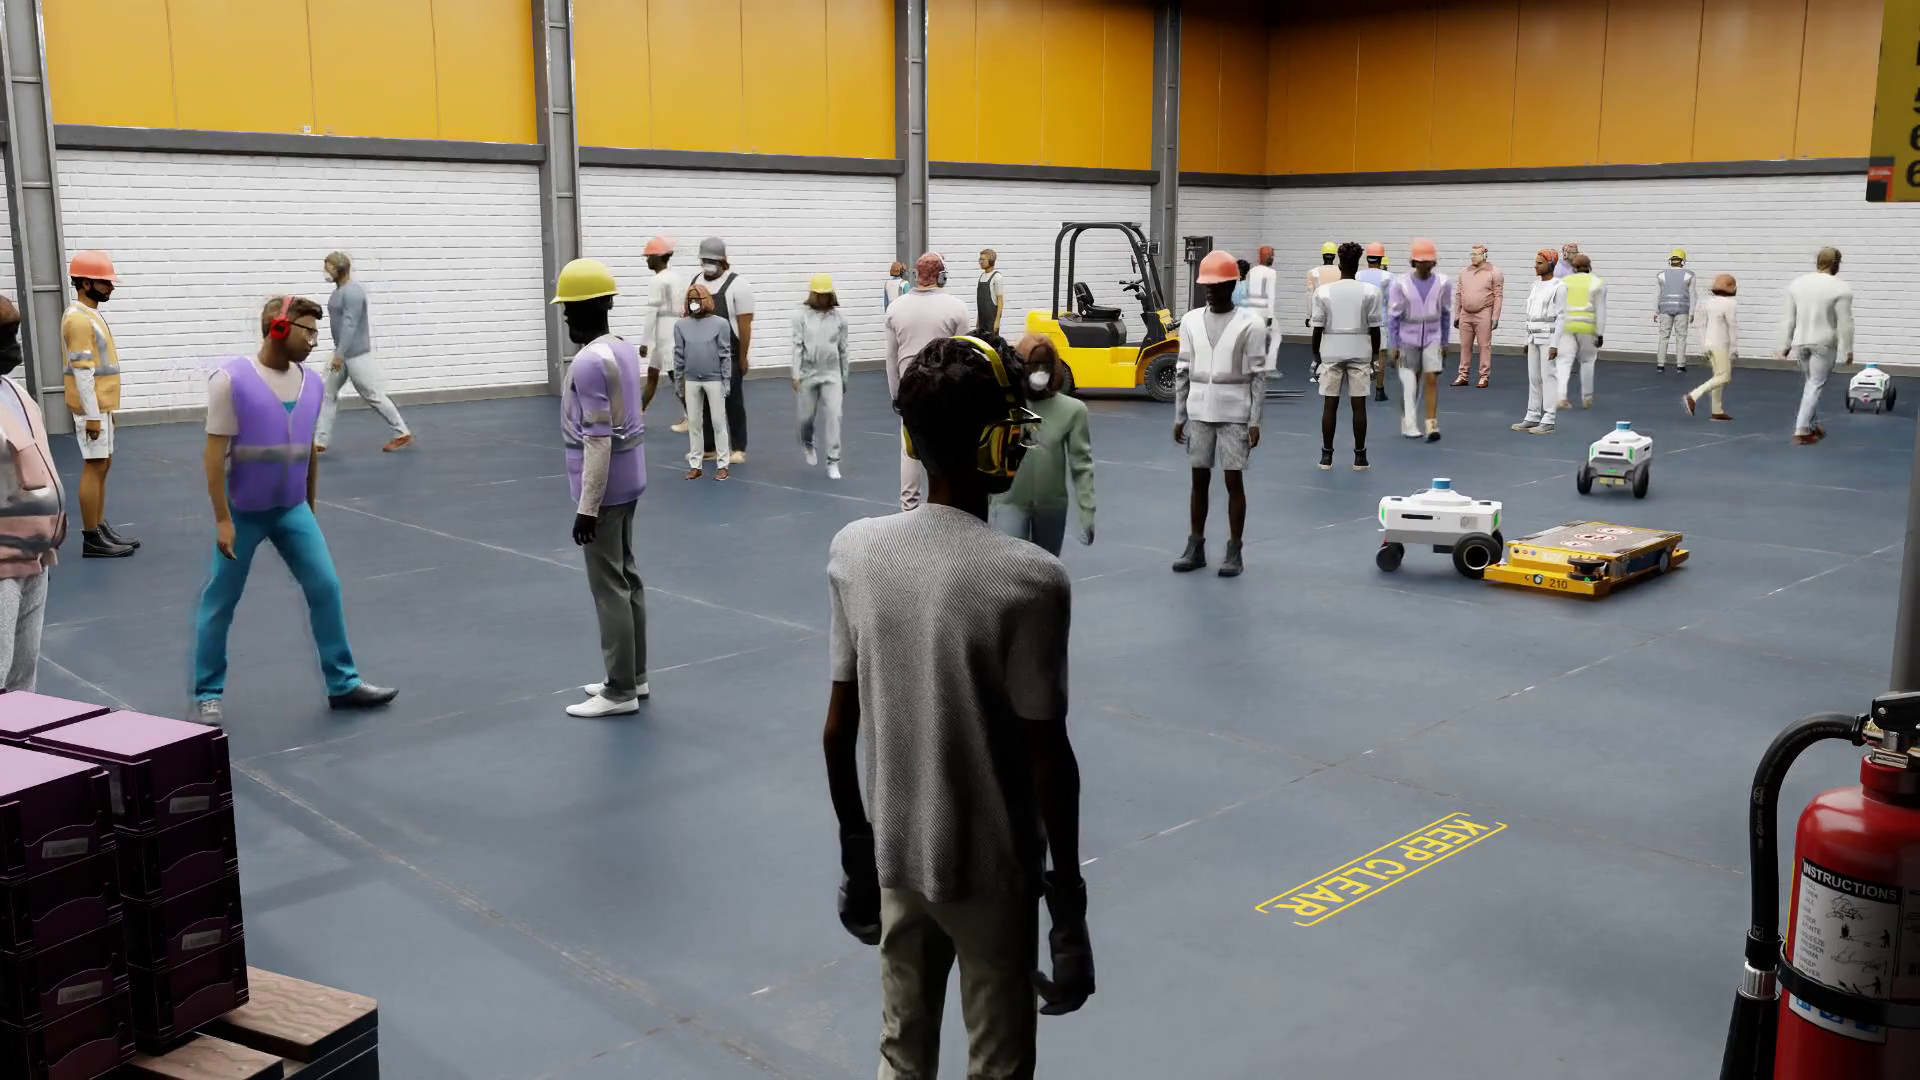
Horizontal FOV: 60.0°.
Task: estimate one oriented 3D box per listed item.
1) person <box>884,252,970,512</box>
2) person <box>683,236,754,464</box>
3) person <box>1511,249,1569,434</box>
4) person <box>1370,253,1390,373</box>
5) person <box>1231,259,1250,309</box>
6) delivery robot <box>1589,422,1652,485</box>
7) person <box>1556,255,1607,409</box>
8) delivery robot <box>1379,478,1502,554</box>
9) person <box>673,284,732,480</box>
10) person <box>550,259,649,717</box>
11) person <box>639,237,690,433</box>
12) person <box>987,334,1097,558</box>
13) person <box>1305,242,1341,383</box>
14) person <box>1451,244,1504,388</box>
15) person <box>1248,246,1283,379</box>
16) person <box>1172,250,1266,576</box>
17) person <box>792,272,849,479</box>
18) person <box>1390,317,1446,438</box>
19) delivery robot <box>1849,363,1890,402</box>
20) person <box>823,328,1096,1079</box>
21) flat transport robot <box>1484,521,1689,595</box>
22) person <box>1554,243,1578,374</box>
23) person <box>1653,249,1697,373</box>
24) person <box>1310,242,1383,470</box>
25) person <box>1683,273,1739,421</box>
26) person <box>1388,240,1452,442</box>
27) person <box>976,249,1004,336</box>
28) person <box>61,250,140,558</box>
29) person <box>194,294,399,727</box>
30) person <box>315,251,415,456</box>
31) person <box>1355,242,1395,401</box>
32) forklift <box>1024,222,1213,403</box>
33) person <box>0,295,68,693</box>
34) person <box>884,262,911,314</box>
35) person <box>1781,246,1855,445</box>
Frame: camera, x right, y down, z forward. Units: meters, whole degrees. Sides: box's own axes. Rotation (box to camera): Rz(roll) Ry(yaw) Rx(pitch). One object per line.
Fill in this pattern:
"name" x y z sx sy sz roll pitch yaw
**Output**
"person" -0.190 -1.025 11.501 0.641 1.908 0.407 4 11 20
"person" -2.179 -1.686 14.737 0.701 2.000 0.537 5 11 23
"person" 5.963 -2.028 17.035 0.356 1.882 0.574 -3 11 -14
"person" 6.085 -3.296 24.274 0.331 1.766 0.532 2 11 13
"person" 4.322 -3.372 24.945 0.617 1.678 0.537 -6 12 -29
"delivery robot" 5.208 -0.688 13.097 0.477 0.478 0.707 7 13 33
"person" 7.247 -2.432 19.487 0.652 1.784 0.977 7 12 32
"delivery robot" 2.897 -0.130 10.053 0.707 0.478 0.477 3 11 19
"person" -2.132 -1.303 13.786 0.505 1.627 0.291 2 11 11
"person" -1.520 -0.213 7.019 0.372 1.923 0.595 1 10 3
"person" -3.134 -2.081 17.015 1.012 1.991 0.634 2 11 9
"person" 0.337 -0.099 7.302 0.519 1.585 0.842 -1 10 -8
"person" 5.036 -3.115 22.841 0.591 1.926 0.386 0 10 2
"person" 6.877 -2.983 22.175 0.654 1.906 0.406 10 14 43
"person" 4.318 -3.198 23.458 0.624 1.867 0.590 -7 12 -33
"person" 1.524 -0.744 9.891 0.551 1.932 0.378 6 12 30
"person" -1.176 -1.400 14.049 0.492 1.719 0.690 -2 11 -9
"person" 4.614 -1.818 16.573 0.545 1.617 0.633 -4 11 -19
"delivery robot" 10.469 -1.795 19.129 0.477 0.478 0.707 7 13 33
"person" 0.007 0.583 2.845 0.532 1.866 0.321 8 13 36
"flat transport robot" 3.753 0.087 9.900 0.652 0.197 1.431 10 14 42
"person" 8.870 -3.376 24.321 0.651 1.906 0.403 -9 14 -41
"person" 10.558 -3.381 24.577 0.588 1.823 0.403 6 12 30
"person" 3.330 -1.580 14.363 0.603 1.966 0.367 3 11 14
"person" 8.201 -2.091 18.093 0.545 1.611 0.514 -1 10 -3
"person" 4.529 -1.952 16.394 0.627 1.969 0.981 1 10 5
"person" 0.371 -2.906 21.924 0.338 1.845 0.514 -7 12 -32
"person" -5.422 -0.850 10.492 0.381 1.932 0.543 -4 11 -20
"person" -2.891 -0.116 6.917 0.711 1.785 0.629 5 12 28
"person" -5.594 -1.710 15.325 1.064 1.883 0.641 -8 13 -39
"person" 5.037 -2.668 20.372 0.547 1.938 0.379 4 11 23
"forklift" 1.935 -2.847 20.651 2.313 2.155 1.214 2 11 13
"person" -3.264 0.081 5.652 0.429 1.839 0.634 -1 10 -7
"person" -0.900 -3.234 24.285 0.512 1.637 0.307 8 13 39
"person" 8.420 -1.884 16.173 0.790 1.906 0.651 -5 12 -27
